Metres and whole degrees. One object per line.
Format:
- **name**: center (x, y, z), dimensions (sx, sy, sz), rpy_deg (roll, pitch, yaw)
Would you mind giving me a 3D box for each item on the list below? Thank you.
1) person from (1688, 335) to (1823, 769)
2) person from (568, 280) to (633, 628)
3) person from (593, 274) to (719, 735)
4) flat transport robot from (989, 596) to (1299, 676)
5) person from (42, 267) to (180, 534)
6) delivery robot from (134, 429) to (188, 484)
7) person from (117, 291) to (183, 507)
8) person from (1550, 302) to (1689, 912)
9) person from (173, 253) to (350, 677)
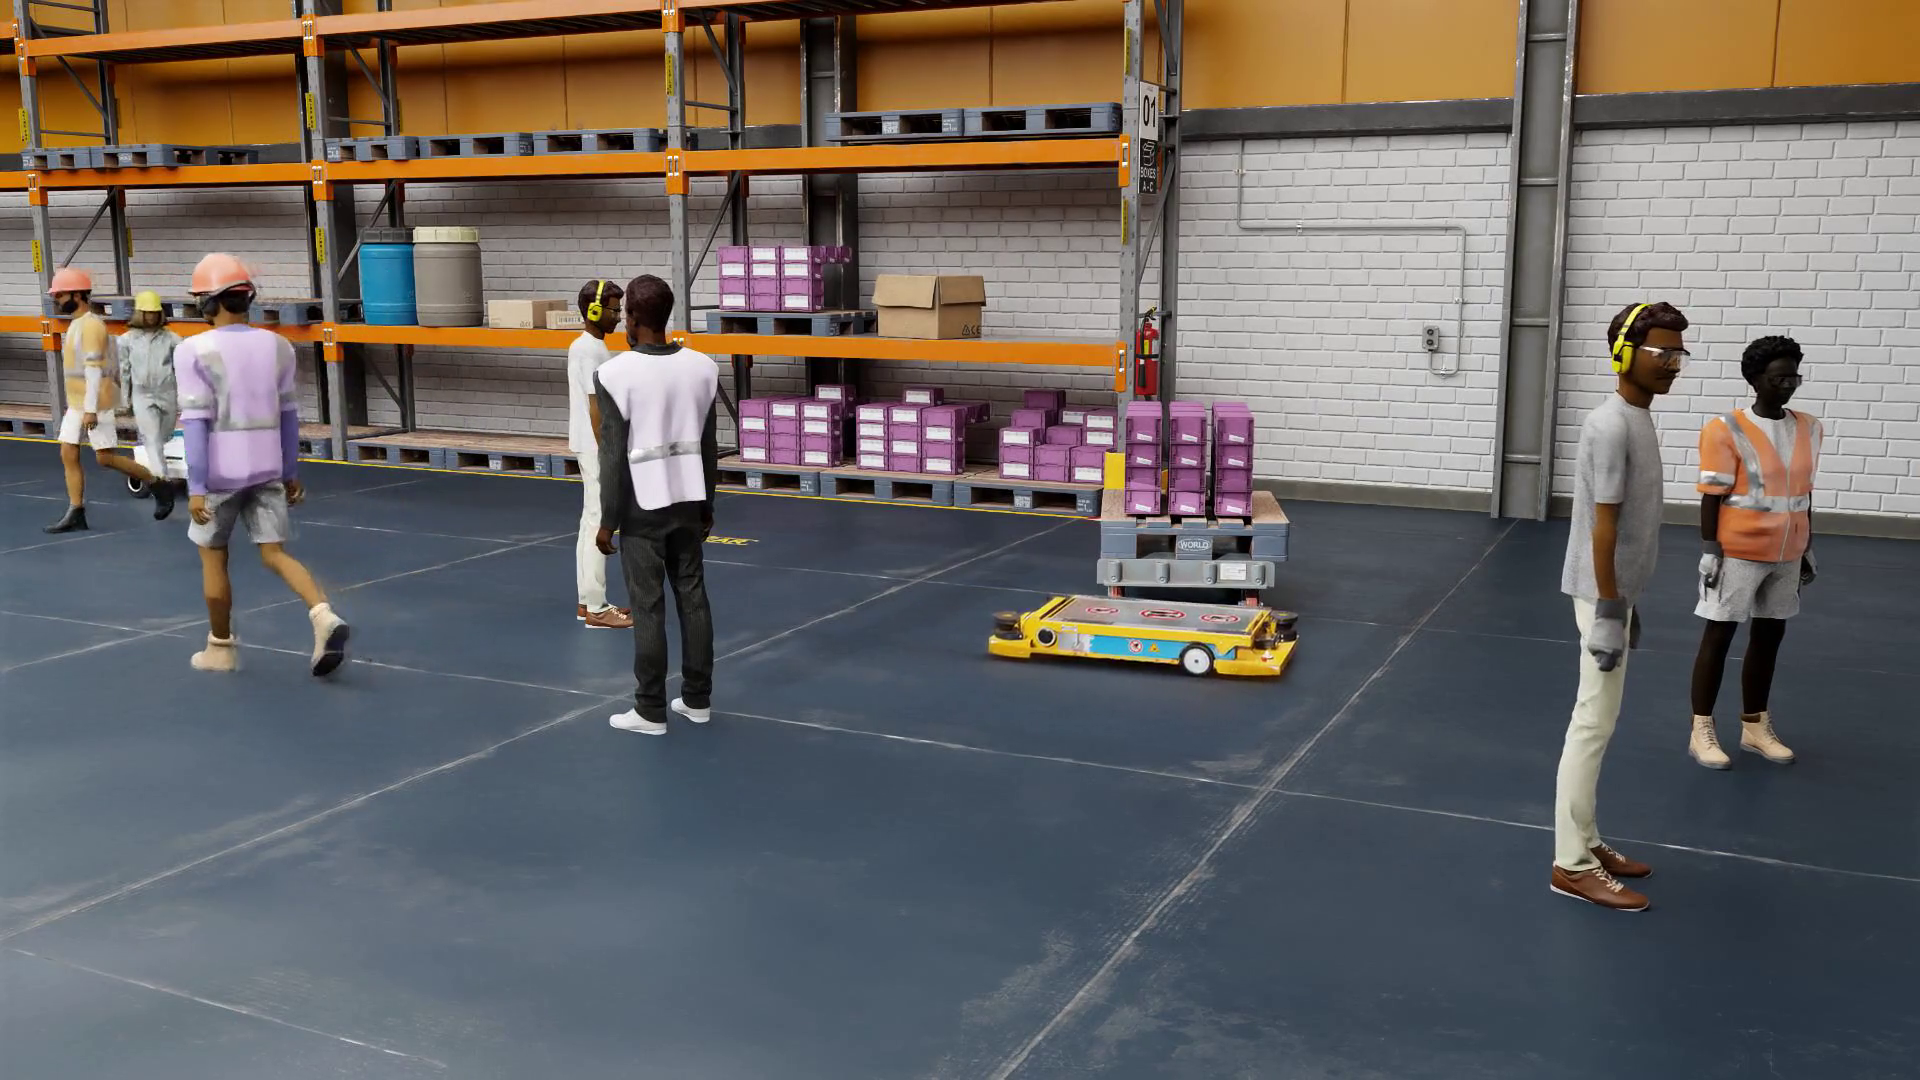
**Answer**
- **person**: center (3.117, 0.051, 6.506), dimensions (0.542, 1.695, 0.316), rpy_deg (-3, 10, -14)
- **person**: center (-1.934, -0.460, 8.954), dimensions (0.328, 1.865, 0.521), rpy_deg (-4, 11, -19)
- **person**: center (-1.259, -0.142, 6.967), dimensions (0.392, 1.922, 0.593), rpy_deg (9, 13, 42)
- **flat transport robot**: center (0.922, 0.457, 8.260), dimensions (1.431, 0.197, 0.652), rpy_deg (3, 10, 19)
- **person**: center (-6.198, -1.012, 12.005), dimensions (0.543, 1.905, 0.842), rpy_deg (9, 14, 43)
- **delivery robot**: center (-6.387, -0.666, 13.607), dimensions (0.707, 0.478, 0.477), rpy_deg (4, 11, 21)
- **person**: center (-6.463, -1.142, 13.347), dimensions (0.495, 1.700, 0.897), rpy_deg (-8, 12, -37)
- **person**: center (2.061, 0.196, 5.199), dimensions (0.334, 1.865, 0.517), rpy_deg (5, 11, 27)
- **person**: center (-3.307, -0.326, 7.791), dimensions (0.890, 2.018, 0.615), rpy_deg (6, 12, 31)
